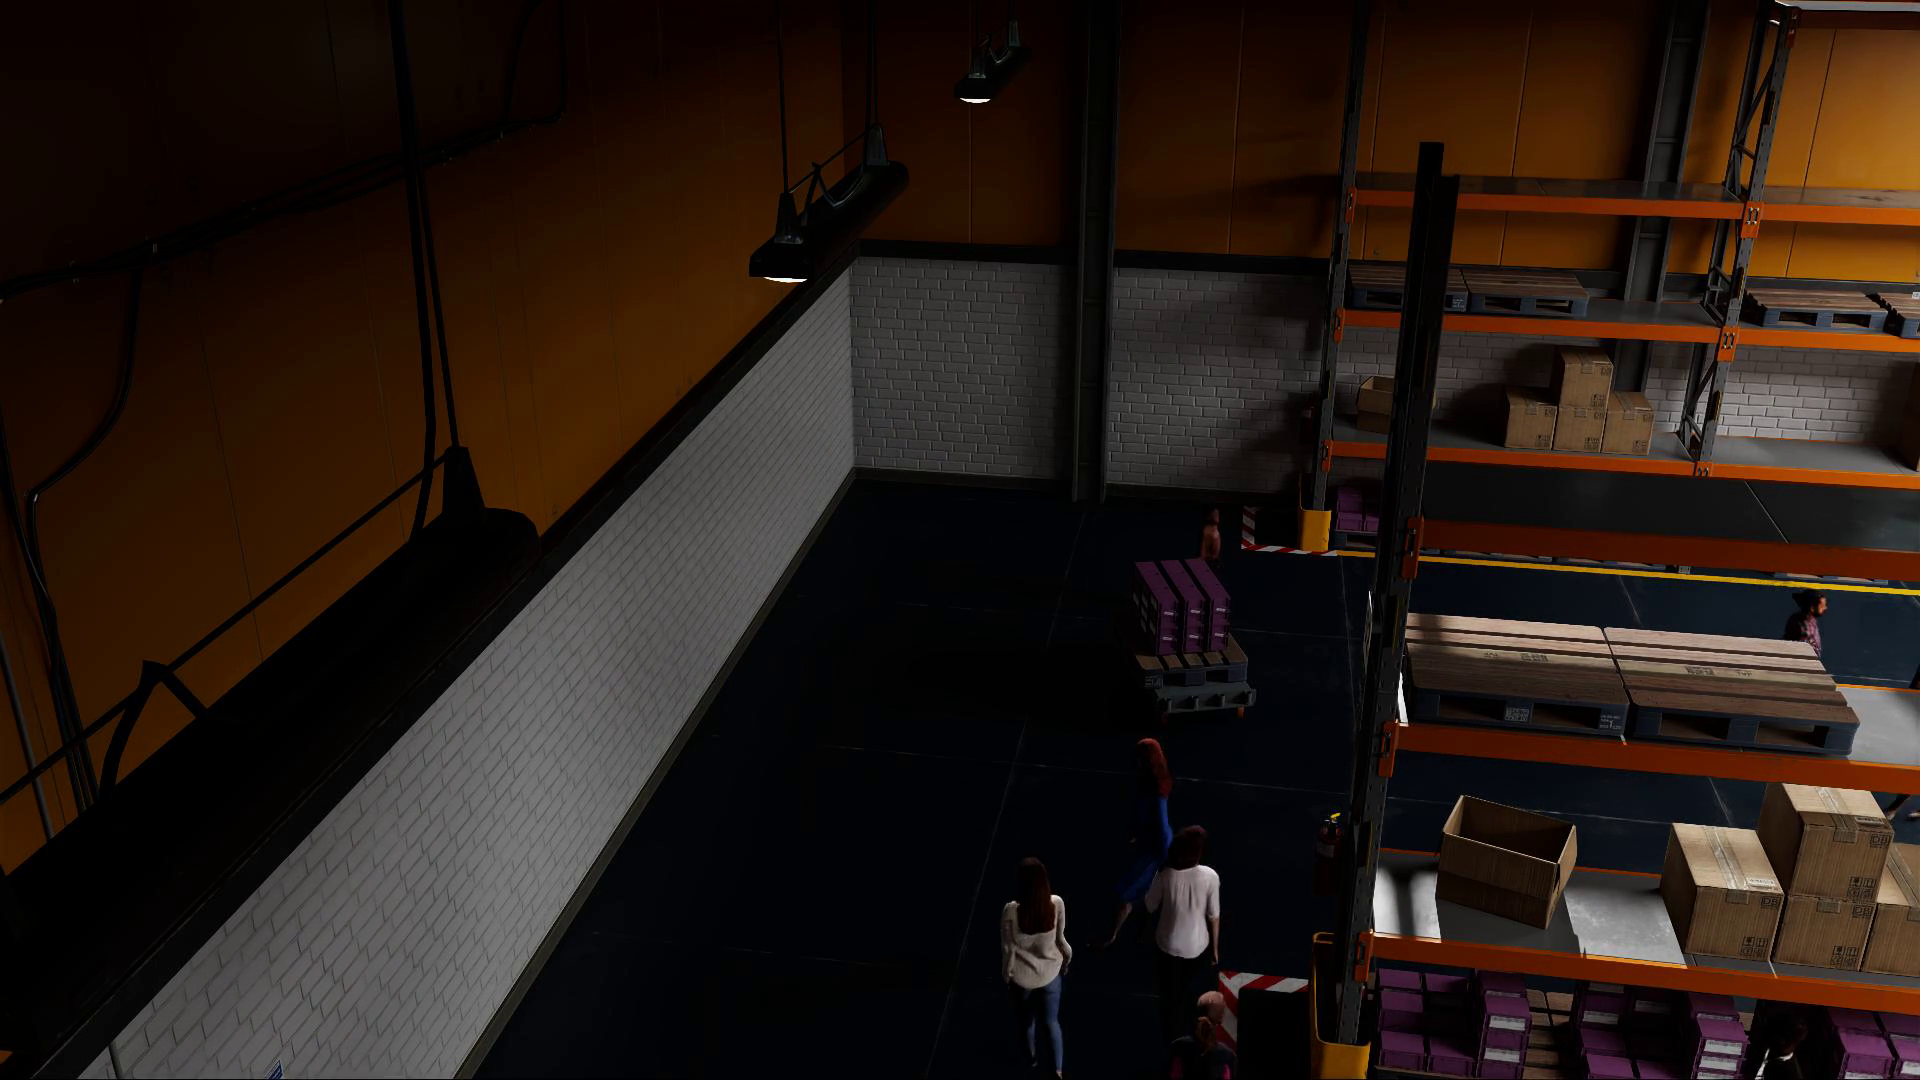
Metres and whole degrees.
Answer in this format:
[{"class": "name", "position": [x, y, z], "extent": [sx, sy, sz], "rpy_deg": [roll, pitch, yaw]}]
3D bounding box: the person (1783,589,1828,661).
[{"class": "person", "position": [7.072, 1.201, 14.273], "extent": [0.965, 1.750, 0.709], "rpy_deg": [5, 24, 12]}]

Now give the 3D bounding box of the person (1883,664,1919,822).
[{"class": "person", "position": [7.964, 1.549, 13.511], "extent": [1.098, 1.722, 0.901], "rpy_deg": [-6, 24, -13]}]

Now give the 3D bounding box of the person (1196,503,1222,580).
[{"class": "person", "position": [2.498, 0.190, 17.212], "extent": [0.604, 1.248, 0.591], "rpy_deg": [10, 26, 22]}]

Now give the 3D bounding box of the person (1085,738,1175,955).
[{"class": "person", "position": [1.457, 2.246, 11.855], "extent": [1.179, 1.771, 0.801], "rpy_deg": [-2, 24, -5]}]

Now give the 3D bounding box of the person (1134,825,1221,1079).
[{"class": "person", "position": [1.446, 2.737, 10.785], "extent": [1.038, 1.729, 0.854], "rpy_deg": [0, 24, 0]}]

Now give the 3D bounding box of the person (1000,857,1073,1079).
[{"class": "person", "position": [0.502, 2.836, 10.639], "extent": [1.045, 1.665, 0.906], "rpy_deg": [-2, 24, -6]}]

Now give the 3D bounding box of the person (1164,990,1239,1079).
[{"class": "person", "position": [1.324, 3.384, 9.356], "extent": [1.109, 1.687, 0.708], "rpy_deg": [5, 24, 11]}]
